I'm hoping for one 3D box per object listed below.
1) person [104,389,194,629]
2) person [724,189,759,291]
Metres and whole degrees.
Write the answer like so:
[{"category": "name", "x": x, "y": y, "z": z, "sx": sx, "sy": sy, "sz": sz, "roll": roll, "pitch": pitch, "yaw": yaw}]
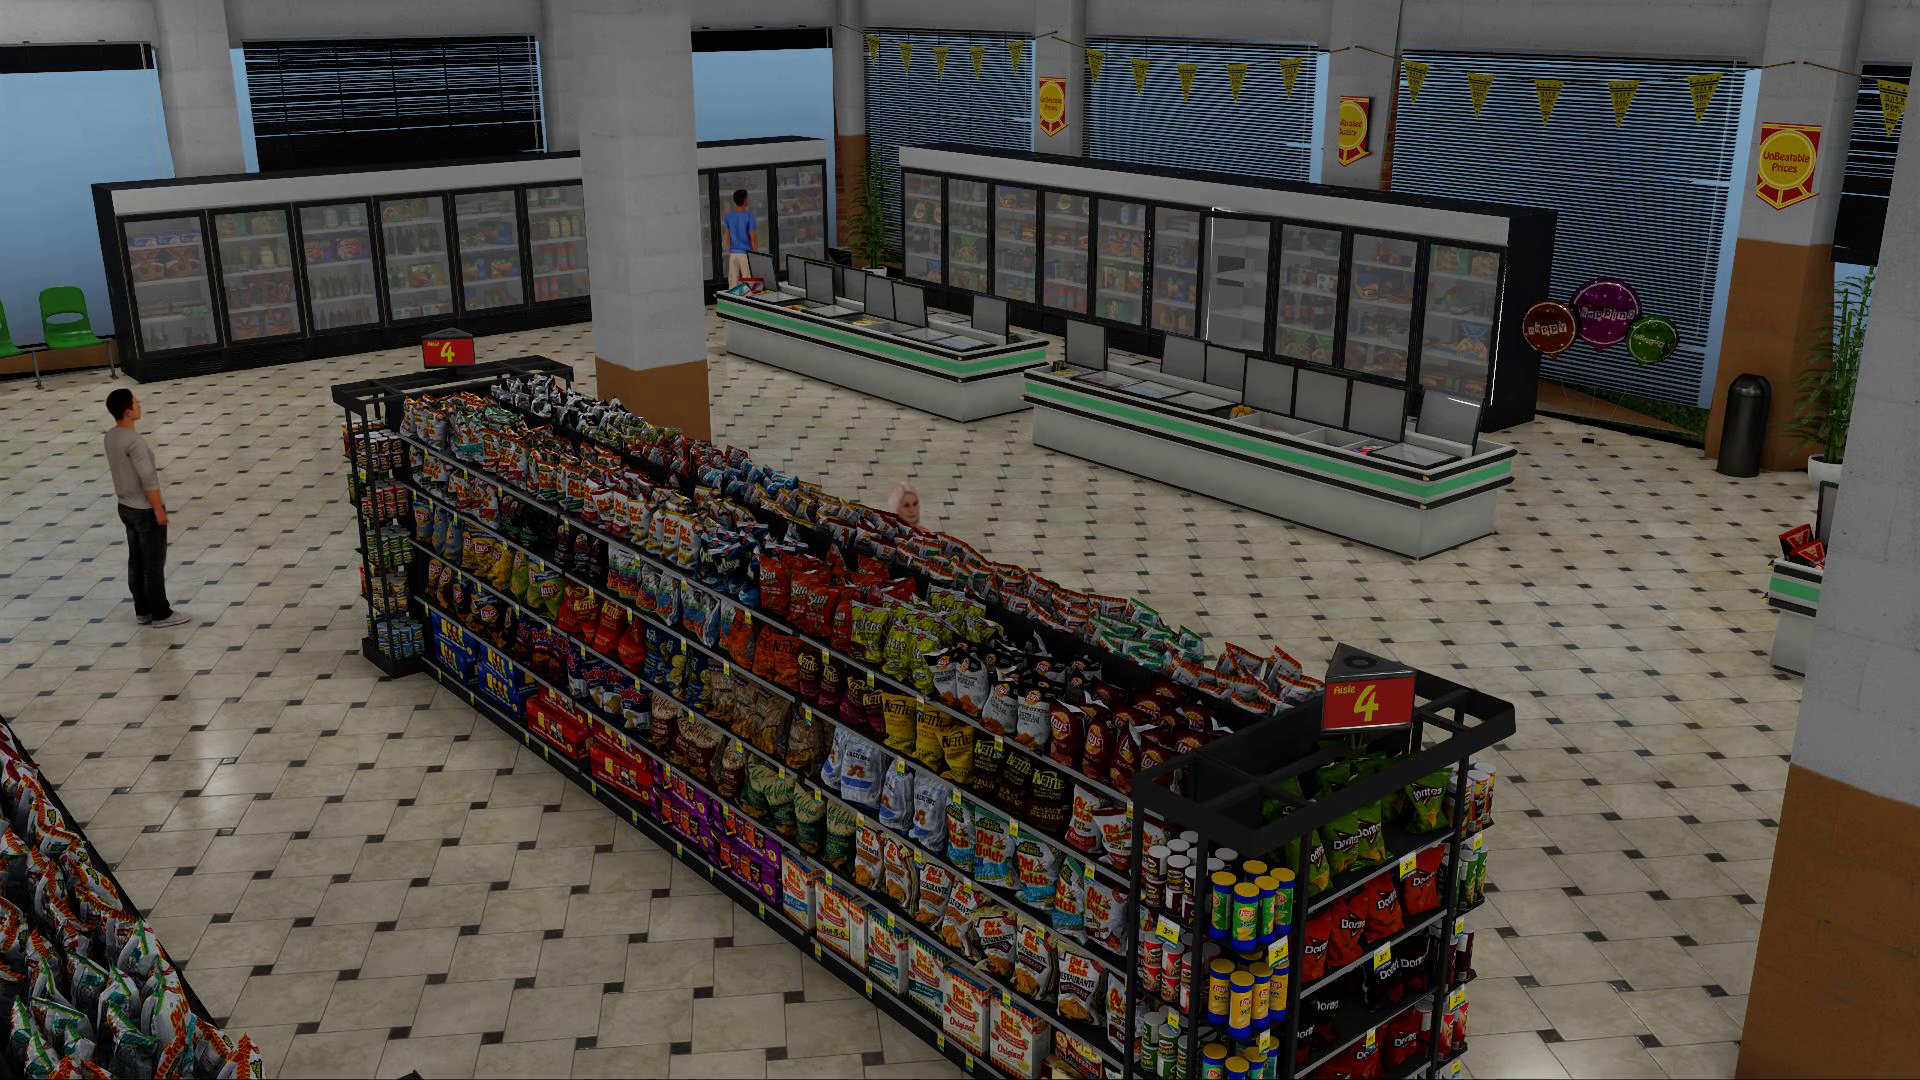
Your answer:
[{"category": "person", "x": -6.096, "y": -0.236, "z": 12.348, "sx": 0.576, "sy": 1.809, "sz": 0.754, "roll": 13, "pitch": 22, "yaw": 33}, {"category": "person", "x": -3.059, "y": -3.986, "z": 23.384, "sx": 0.667, "sy": 1.864, "sz": 0.789, "roll": 7, "pitch": 20, "yaw": 20}]
